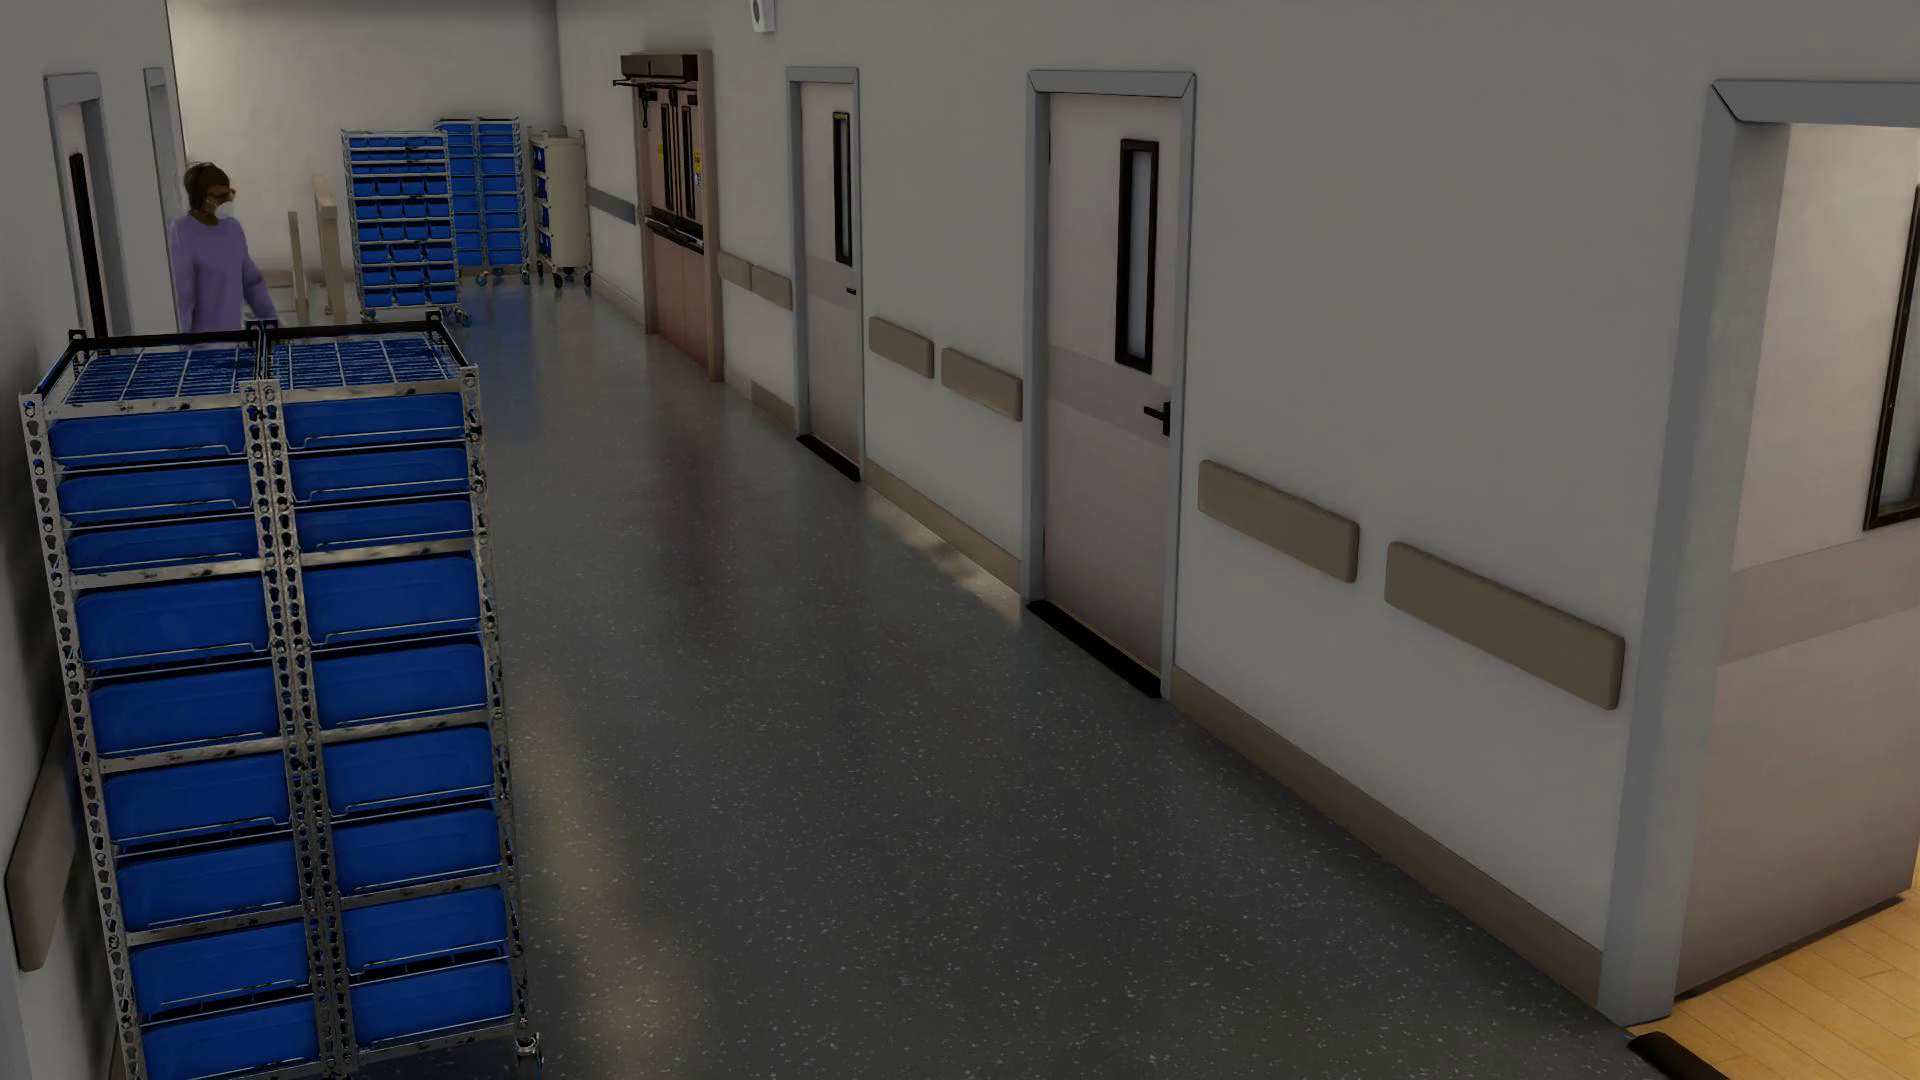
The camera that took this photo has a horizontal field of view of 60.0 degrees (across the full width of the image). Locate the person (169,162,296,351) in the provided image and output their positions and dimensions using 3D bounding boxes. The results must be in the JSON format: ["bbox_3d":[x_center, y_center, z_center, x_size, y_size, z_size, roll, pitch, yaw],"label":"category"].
[{"bbox_3d":[-3.924,-1.048,8.807,1.074,1.872,0.640,-1,16,-4],"label":"person"}]
